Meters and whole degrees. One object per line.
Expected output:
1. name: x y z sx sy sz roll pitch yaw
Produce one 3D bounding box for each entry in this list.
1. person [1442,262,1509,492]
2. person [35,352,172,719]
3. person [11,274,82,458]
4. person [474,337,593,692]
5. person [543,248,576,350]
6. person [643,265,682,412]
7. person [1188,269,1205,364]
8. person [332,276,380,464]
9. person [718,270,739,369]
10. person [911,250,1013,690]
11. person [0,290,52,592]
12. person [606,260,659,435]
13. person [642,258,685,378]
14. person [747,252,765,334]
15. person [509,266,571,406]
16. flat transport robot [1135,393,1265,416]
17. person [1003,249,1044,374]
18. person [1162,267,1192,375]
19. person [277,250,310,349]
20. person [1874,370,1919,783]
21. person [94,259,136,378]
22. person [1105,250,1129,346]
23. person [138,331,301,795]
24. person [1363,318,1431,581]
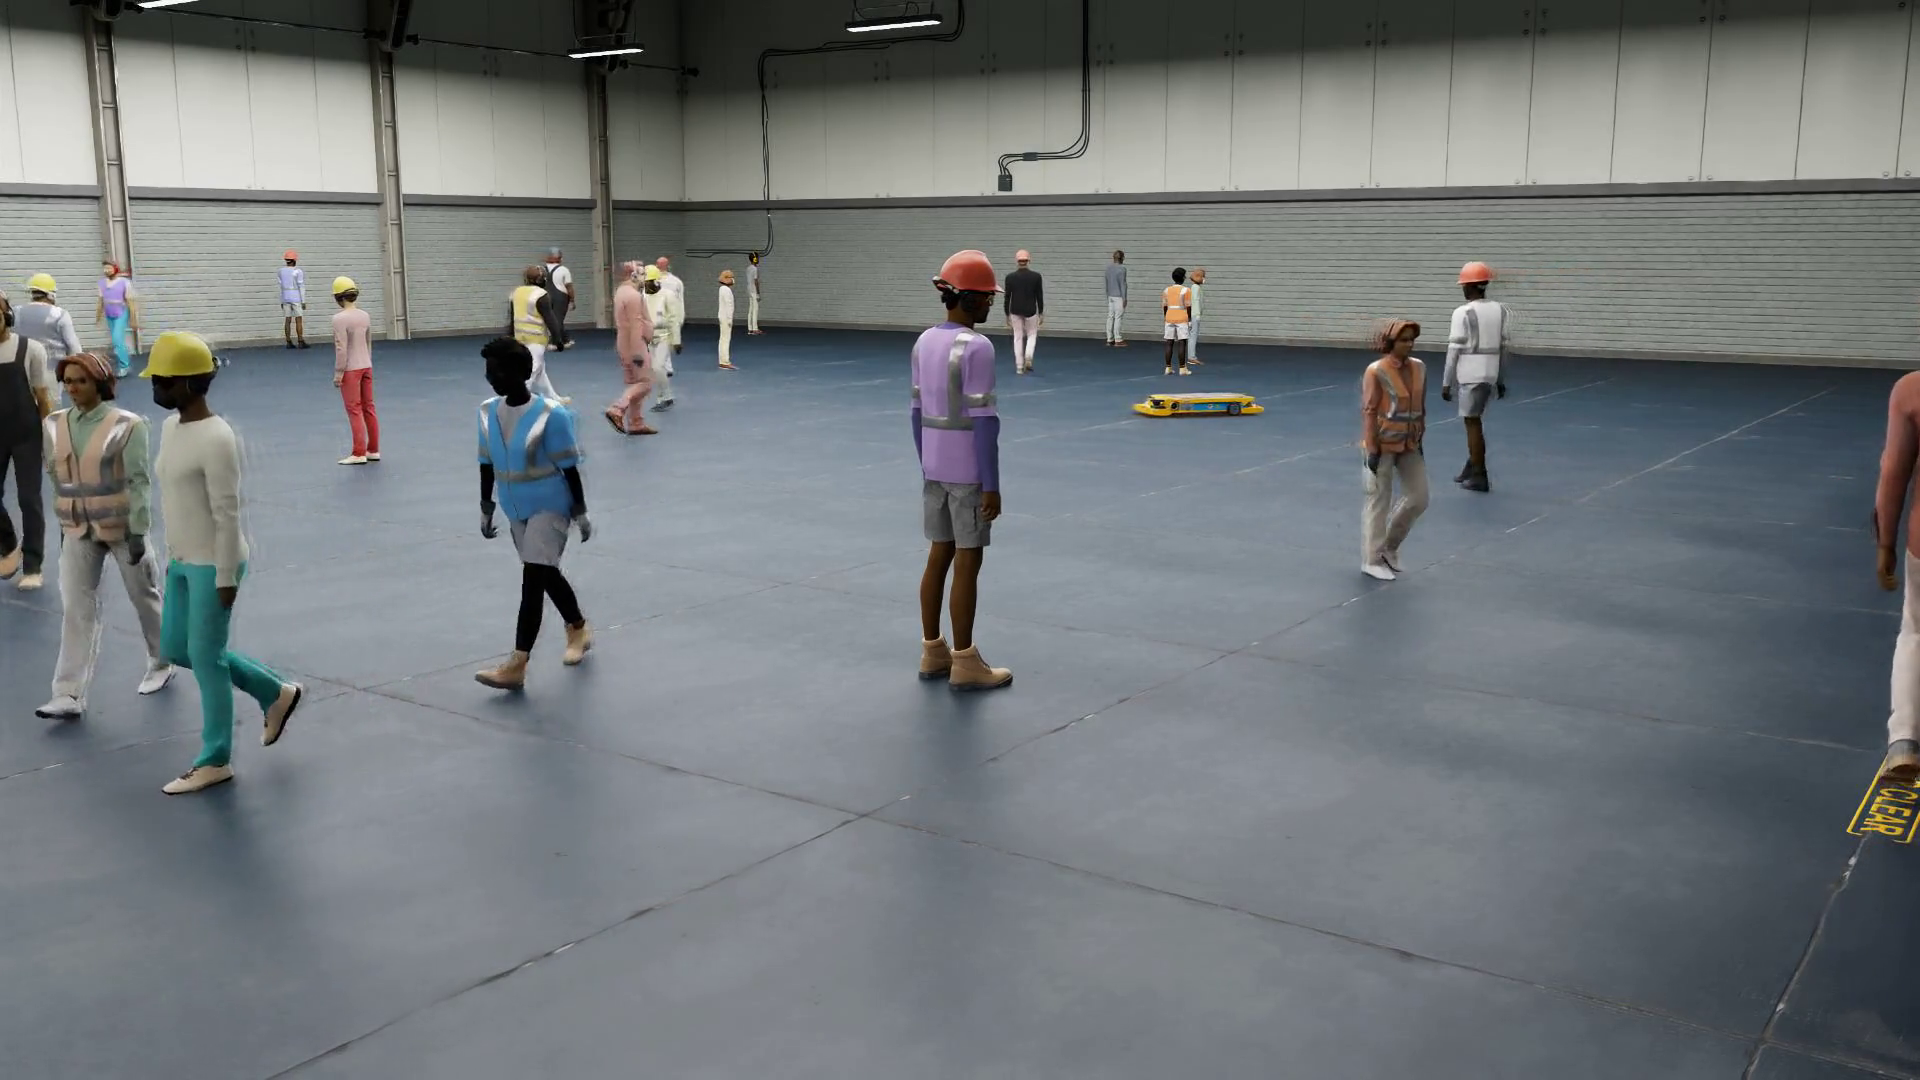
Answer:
1. person: 4.308 -1.380 14.056 0.566 1.914 0.671 -5 11 -26
2. person: -3.817 -0.031 7.389 0.526 1.590 0.869 1 10 5
3. person: -8.893 -1.708 16.289 0.616 1.779 0.945 1 10 8
4. person: -2.003 -0.143 7.886 0.567 1.642 0.897 6 12 29
5. person: -7.859 -4.745 32.567 0.698 2.000 1.008 4 11 24
6. person: -3.707 -2.448 20.342 0.633 1.810 0.472 8 13 39
7. person: 4.088 -3.860 28.748 0.279 1.633 0.498 0 10 2
8. person: -5.732 -1.591 15.676 0.328 1.765 0.528 3 10 15
9. person: -3.862 -3.647 27.557 0.284 1.633 0.501 -4 11 -20
10. person: 0.021 -0.325 7.805 0.391 2.040 0.615 -6 12 -31
11. person: -5.682 -0.592 9.935 0.513 1.824 0.482 -3 11 -19
12. person: -3.535 -2.054 17.902 0.486 1.892 0.666 -4 11 -20
13. person: -4.622 -3.454 25.872 0.641 1.863 0.977 -6 12 -32
14. person: -4.701 -5.651 38.107 0.326 1.876 0.518 -6 12 -30
15. person: -5.069 -2.406 20.134 0.638 1.794 0.943 9 14 42
16. flat transport robot: 2.917 -1.661 20.249 1.431 0.197 0.652 -2 10 -14
17. person: 1.012 -3.640 26.540 0.647 1.979 0.439 1 10 5
18. person: 3.437 -3.440 26.222 0.538 1.696 0.317 8 13 40
19. person: -13.128 -4.723 32.731 0.547 1.939 0.376 2 10 11
20. person: 3.728 0.011 6.117 0.636 1.980 0.434 8 13 37
21. person: -13.078 -3.406 25.688 0.592 1.824 0.613 4 11 21
22. person: 3.175 -4.882 33.620 0.356 1.938 0.638 -6 12 -29
23. person: -2.855 0.072 6.381 0.521 1.750 0.543 -10 14 -44
24. person: 2.677 -0.551 10.238 0.538 1.623 0.375 -6 12 -31
